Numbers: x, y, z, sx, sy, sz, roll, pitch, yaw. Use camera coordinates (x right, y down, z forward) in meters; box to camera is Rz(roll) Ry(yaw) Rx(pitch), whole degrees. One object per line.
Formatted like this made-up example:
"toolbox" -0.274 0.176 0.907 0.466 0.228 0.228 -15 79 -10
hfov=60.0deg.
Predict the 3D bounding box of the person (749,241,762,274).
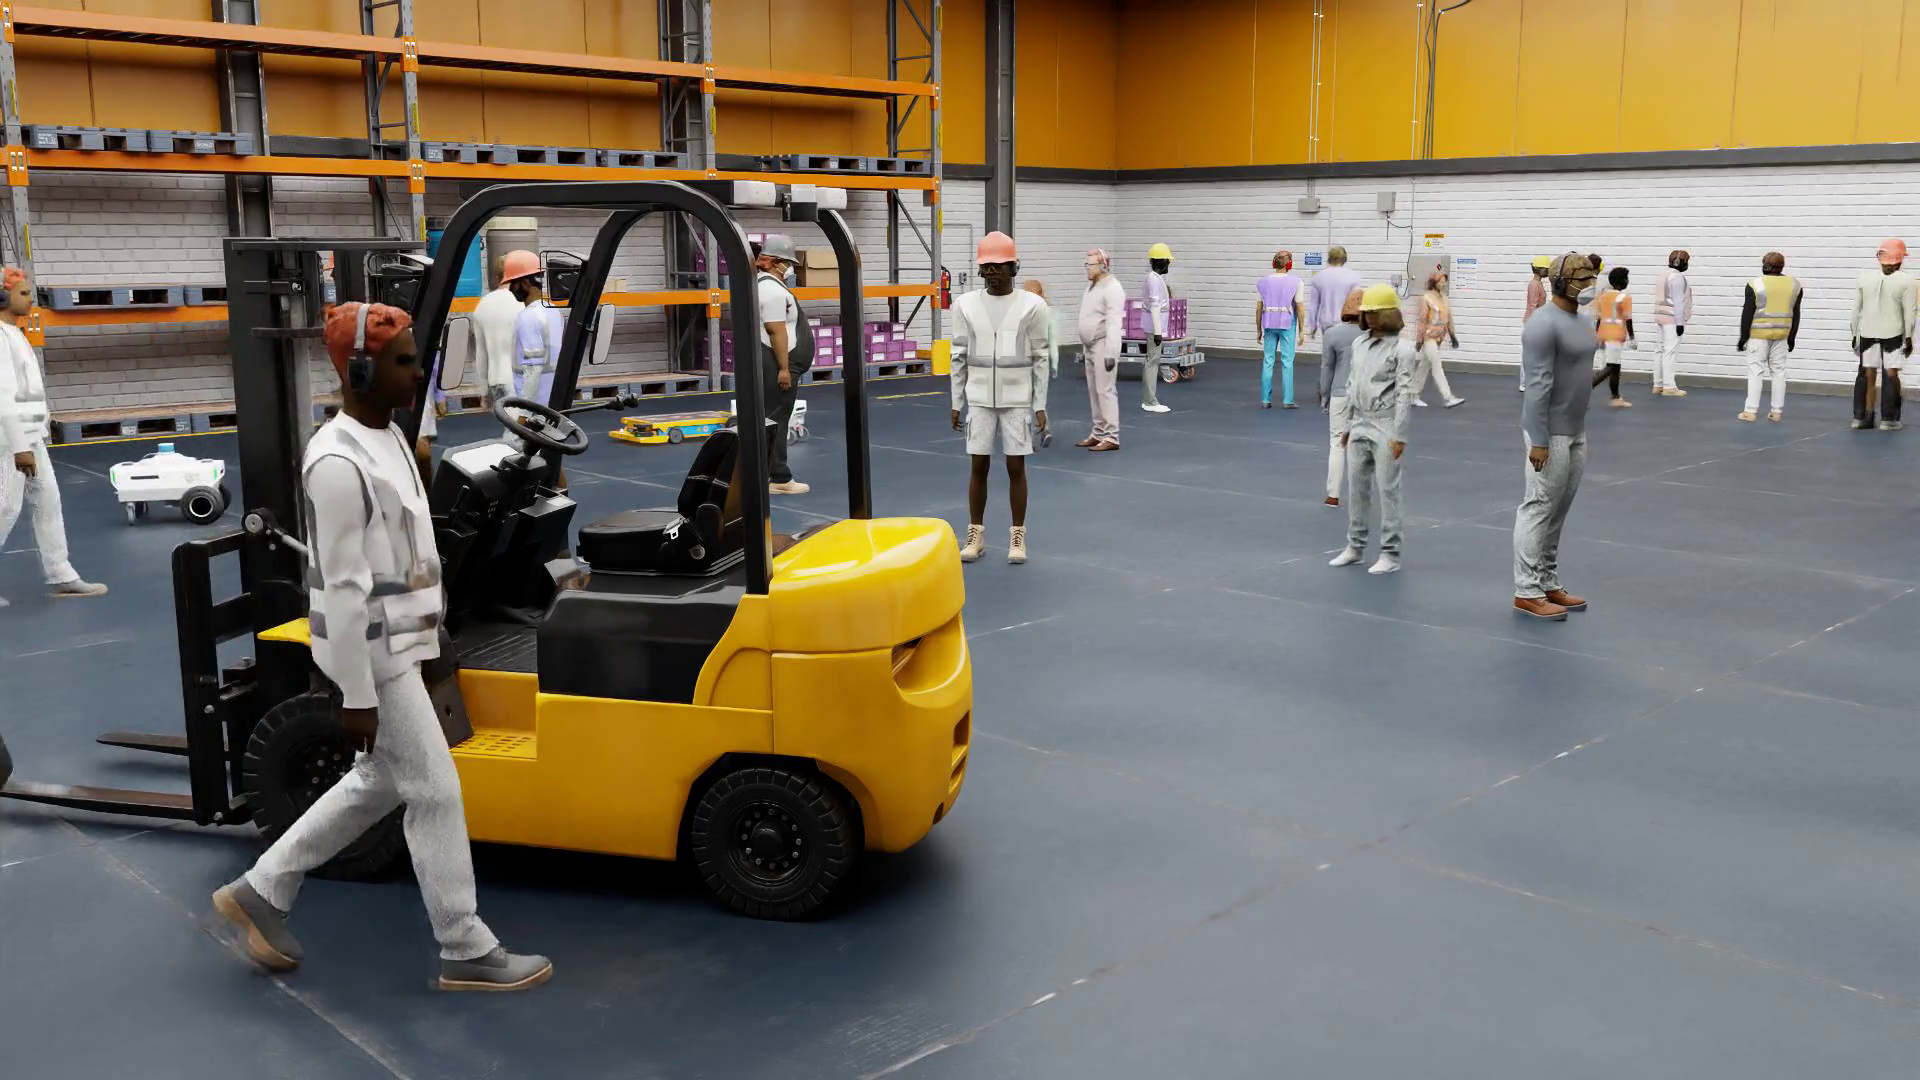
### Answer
"person" -2.055 -2.020 16.762 0.362 1.962 0.613 -1 10 -4

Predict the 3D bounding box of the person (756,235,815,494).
"person" -1.416 -1.393 13.142 0.536 2.000 0.677 -4 11 -21

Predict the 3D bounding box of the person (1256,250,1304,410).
"person" 3.719 -2.436 19.358 0.570 1.844 0.379 5 12 27

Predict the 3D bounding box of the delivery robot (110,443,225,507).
"delivery robot" -5.589 -0.439 11.736 0.707 0.478 0.477 -3 11 -16

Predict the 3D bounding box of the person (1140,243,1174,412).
"person" 2.262 -2.437 19.140 0.369 1.928 0.586 1 10 3

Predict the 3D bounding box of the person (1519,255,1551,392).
"person" 7.448 -2.787 21.495 0.328 1.765 0.532 4 11 21

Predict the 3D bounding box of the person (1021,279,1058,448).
"person" 0.638 -1.626 15.571 0.484 1.615 0.384 -5 11 -25

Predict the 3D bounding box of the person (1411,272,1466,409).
"person" 5.605 -2.327 19.446 0.846 1.597 0.517 10 14 44

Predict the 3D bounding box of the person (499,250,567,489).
"person" -2.713 -0.872 10.609 0.370 1.928 0.543 1 10 3

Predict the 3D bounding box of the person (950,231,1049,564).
"person" 0.236 -0.860 10.228 0.611 2.042 0.394 2 11 12

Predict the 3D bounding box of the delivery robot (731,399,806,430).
"delivery robot" -1.868 -1.266 16.246 0.707 0.478 0.477 4 11 21

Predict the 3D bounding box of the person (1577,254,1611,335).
"person" 7.815 -2.651 20.709 0.577 1.796 1.056 10 14 42

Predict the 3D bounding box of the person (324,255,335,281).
"person" -4.750 -1.333 13.093 0.376 1.939 0.547 -4 11 -20

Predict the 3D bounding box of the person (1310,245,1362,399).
"person" 4.588 -2.663 20.432 0.635 1.914 0.899 7 13 35

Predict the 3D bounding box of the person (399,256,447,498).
"person" -3.674 -0.959 10.876 0.618 2.007 0.489 -4 11 -19

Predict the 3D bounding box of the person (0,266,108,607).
"person" -5.182 -0.556 9.095 0.623 1.884 0.584 -3 11 -15

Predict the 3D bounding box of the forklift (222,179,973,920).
"forklift" -1.114 -0.058 5.440 2.313 2.155 1.214 2 11 13

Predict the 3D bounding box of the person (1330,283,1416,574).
"person" 2.493 -0.668 10.006 0.317 1.740 0.500 -6 12 -31

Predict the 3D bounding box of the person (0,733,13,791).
"person" -2.850 0.309 4.455 0.413 1.828 0.517 2 11 13

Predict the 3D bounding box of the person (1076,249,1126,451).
"person" 1.310 -1.788 15.694 0.397 1.899 0.654 -3 11 -16

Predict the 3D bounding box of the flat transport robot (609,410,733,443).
"flat transport robot" -2.705 -1.137 16.572 1.431 0.197 0.652 -8 13 -38

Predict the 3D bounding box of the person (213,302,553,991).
"person" -1.575 0.304 4.390 0.862 1.859 0.591 -1 10 -8

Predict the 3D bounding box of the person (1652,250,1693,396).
"person" 9.043 -2.750 21.101 0.430 1.839 0.619 0 10 2

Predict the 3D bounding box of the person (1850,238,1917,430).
"person" 9.671 -2.155 17.424 0.396 1.990 0.621 -8 13 -39

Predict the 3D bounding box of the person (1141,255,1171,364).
"person" 3.196 -3.719 26.386 0.533 1.846 0.764 10 14 43

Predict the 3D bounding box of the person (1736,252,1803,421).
"person" 8.823 -2.216 18.185 0.640 1.839 0.428 0 10 0

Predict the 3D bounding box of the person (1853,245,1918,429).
"person" 9.702 -2.121 17.430 0.602 1.919 0.551 -10 14 -43

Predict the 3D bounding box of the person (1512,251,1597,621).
"person" 3.176 -0.554 8.844 0.358 1.938 0.636 9 13 39

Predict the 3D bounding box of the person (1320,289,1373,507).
"person" 2.937 -1.049 12.402 0.502 1.627 0.282 2 11 12

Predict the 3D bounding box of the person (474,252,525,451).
"person" -3.156 -1.104 11.970 0.643 1.926 0.693 8 13 39

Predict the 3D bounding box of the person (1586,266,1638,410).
"person" 7.513 -2.335 19.290 0.767 1.670 0.533 -2 11 -9
